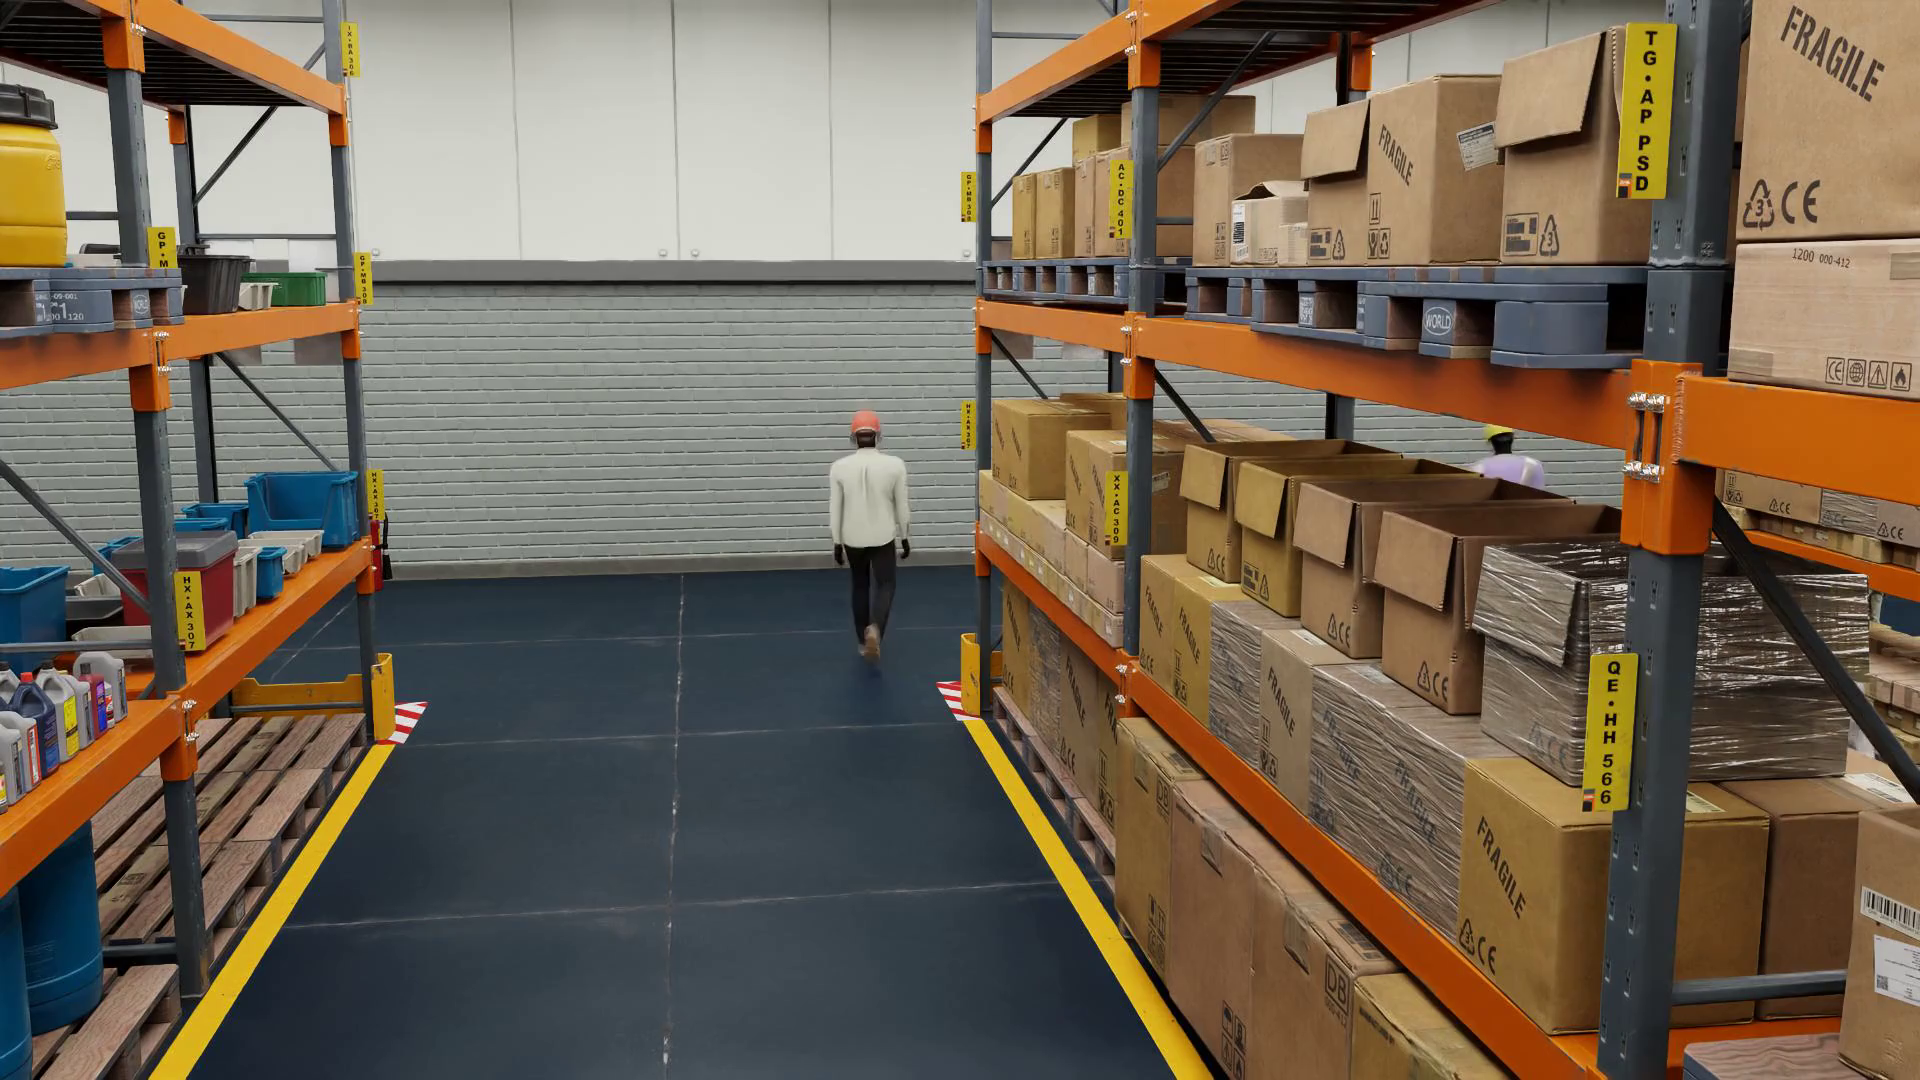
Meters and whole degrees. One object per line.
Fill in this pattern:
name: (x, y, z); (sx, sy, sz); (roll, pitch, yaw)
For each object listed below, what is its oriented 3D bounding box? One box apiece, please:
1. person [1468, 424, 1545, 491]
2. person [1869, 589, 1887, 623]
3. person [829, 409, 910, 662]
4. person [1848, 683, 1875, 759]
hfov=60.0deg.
person: (4.305, -0.029, 13.112); (0.638, 1.896, 0.571); (4, 10, 23)
person: (6.114, 0.288, 11.292); (0.509, 1.860, 0.334); (-5, 10, -26)
person: (-0.707, -0.024, 12.861); (0.624, 1.972, 0.788); (1, 9, 7)
person: (3.351, 1.046, 6.624); (0.605, 1.847, 0.904); (0, 9, -3)
